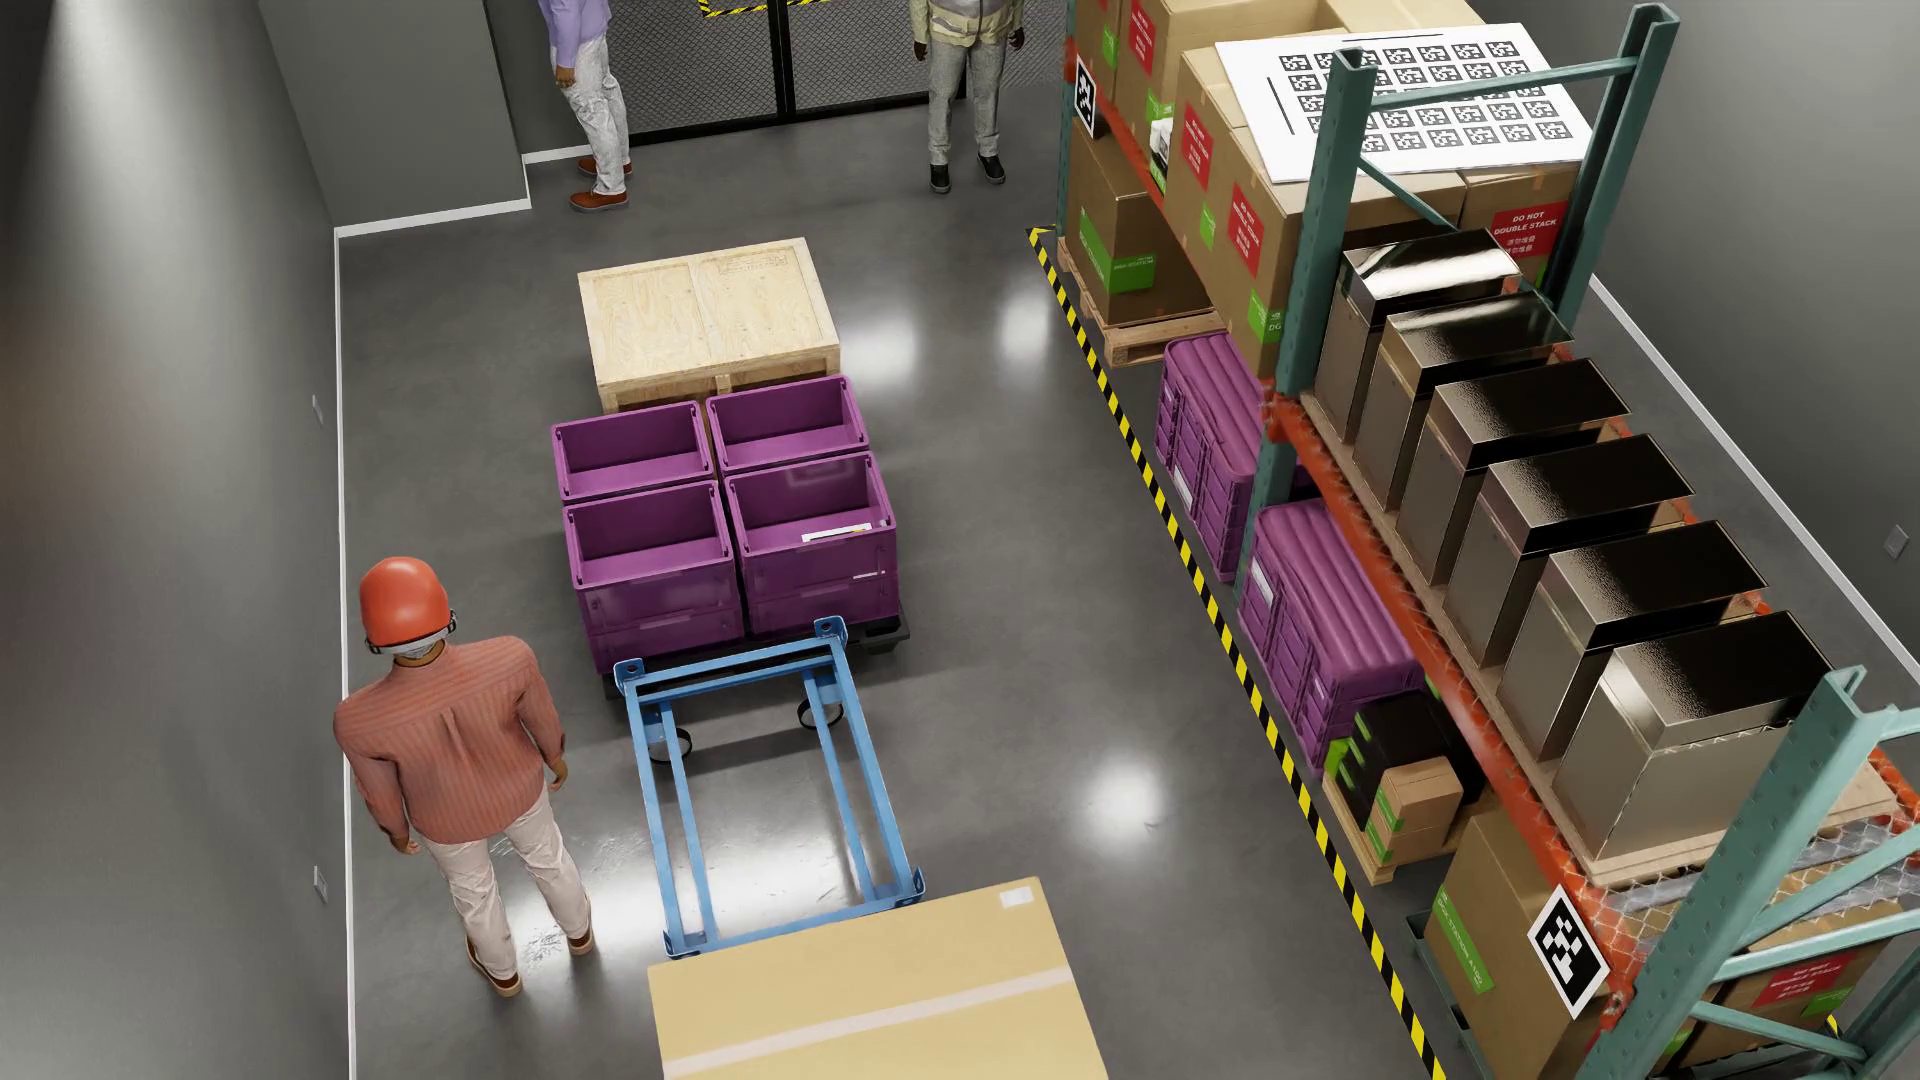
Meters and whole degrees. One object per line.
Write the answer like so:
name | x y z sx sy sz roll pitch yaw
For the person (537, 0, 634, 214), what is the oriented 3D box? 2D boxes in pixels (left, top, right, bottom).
person | -1.895 -2.514 8.196 0.355 1.936 0.637 1 47 1

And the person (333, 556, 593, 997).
person | -1.503 0.766 5.145 0.612 1.995 0.377 -25 52 -21

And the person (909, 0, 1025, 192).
person | 0.049 -2.589 8.335 0.601 1.830 0.404 -11 48 -10
